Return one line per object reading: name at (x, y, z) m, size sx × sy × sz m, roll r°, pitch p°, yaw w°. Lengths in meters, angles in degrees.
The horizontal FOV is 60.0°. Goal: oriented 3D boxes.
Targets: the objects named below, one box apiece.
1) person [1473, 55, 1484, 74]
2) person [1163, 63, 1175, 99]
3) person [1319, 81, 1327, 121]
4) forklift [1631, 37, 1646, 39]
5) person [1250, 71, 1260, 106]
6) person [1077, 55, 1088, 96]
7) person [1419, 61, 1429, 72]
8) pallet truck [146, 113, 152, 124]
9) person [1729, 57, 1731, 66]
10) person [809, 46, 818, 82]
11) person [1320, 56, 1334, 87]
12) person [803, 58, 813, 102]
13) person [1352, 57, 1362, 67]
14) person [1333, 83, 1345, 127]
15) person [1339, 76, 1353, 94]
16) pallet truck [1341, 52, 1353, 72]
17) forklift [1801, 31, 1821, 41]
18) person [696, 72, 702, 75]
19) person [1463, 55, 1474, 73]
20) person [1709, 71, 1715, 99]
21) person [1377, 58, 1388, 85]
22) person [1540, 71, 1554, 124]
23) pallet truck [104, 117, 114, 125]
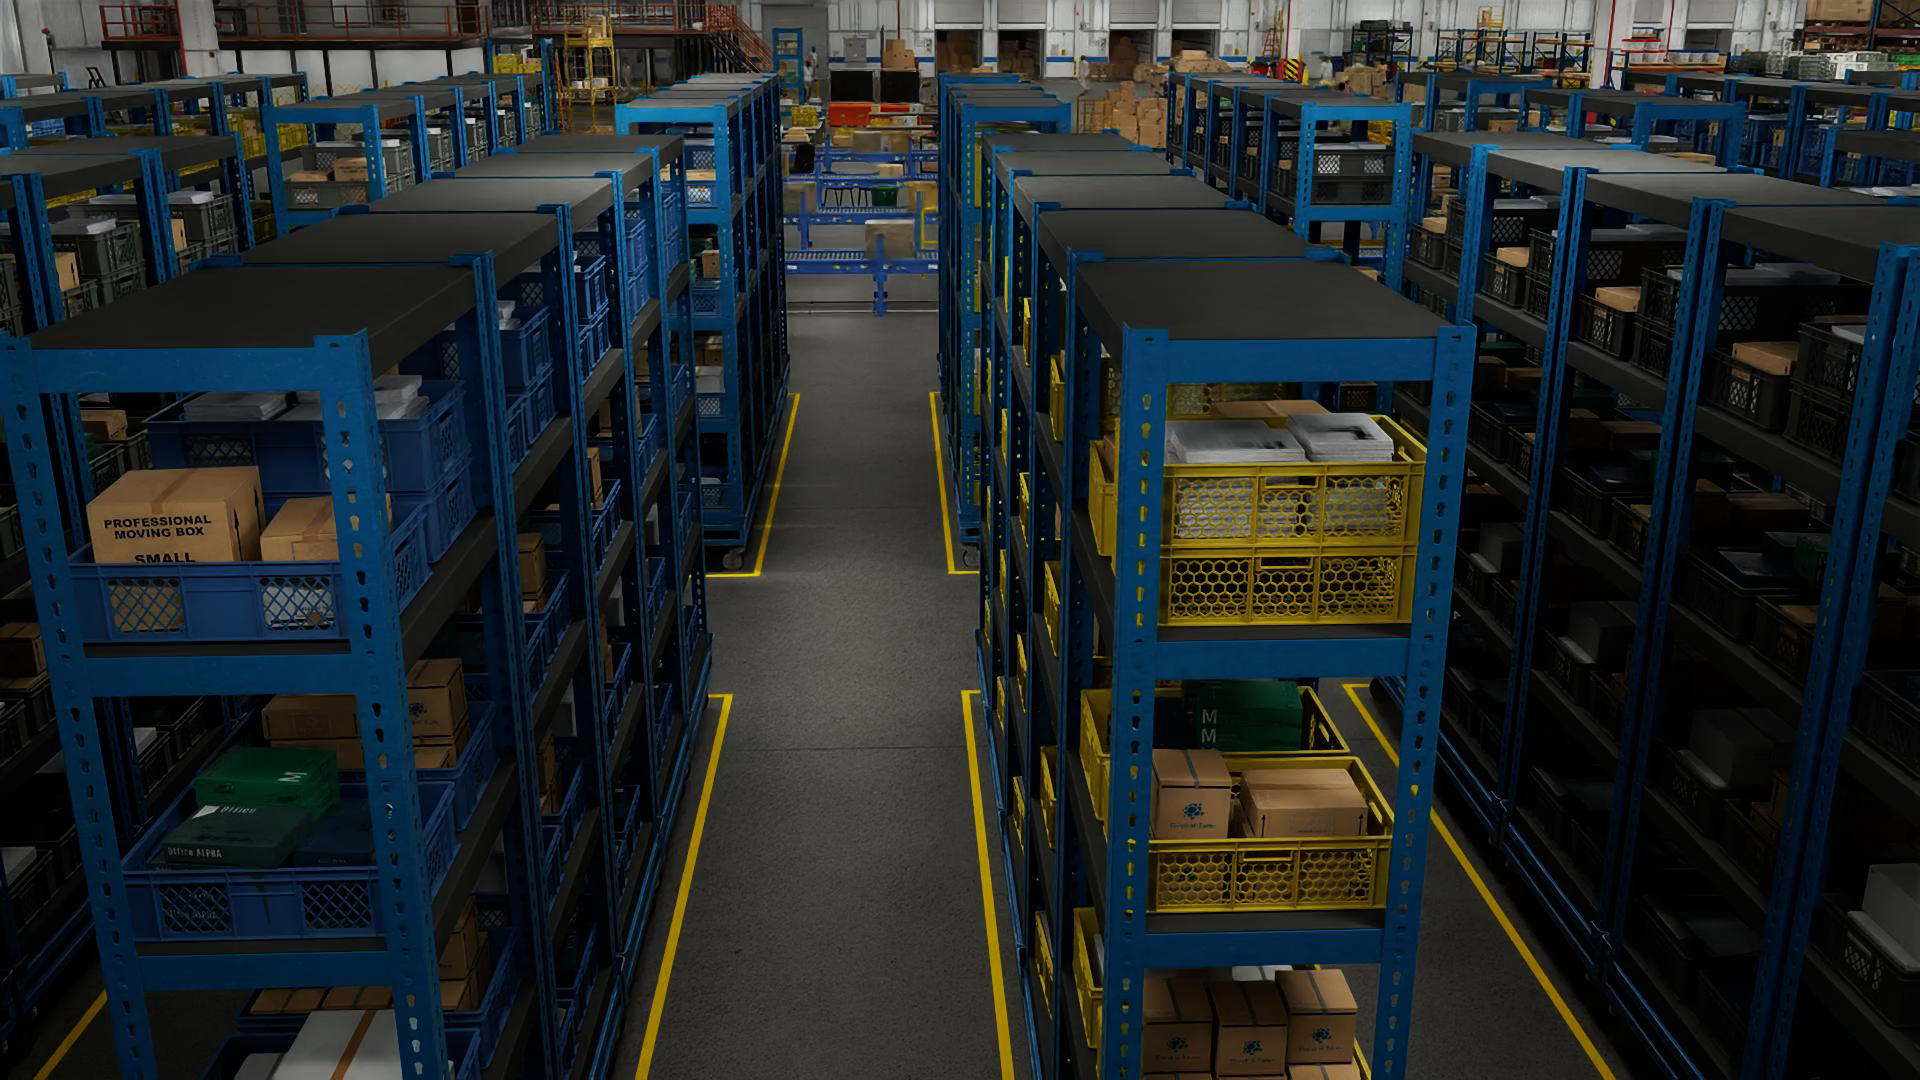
person at (25.426, -22.834, 81.599) m, size 0.621 × 1.838 × 0.429 m, roll 14°, pitch 23°, yaw 38°
person at (8.300, -17.720, 65.443) m, size 0.689 × 2.000 × 0.537 m, roll -3°, pitch 18°, yaw -8°
person at (12.279, -14.631, 56.307) m, size 0.607 × 1.786 × 0.935 m, roll 0°, pitch 18°, yaw -1°
forklift at (30.644, -21.550, 75.951) m, size 1.129 × 2.768 × 1.873 m, roll -4°, pitch 18°, yaw -12°
person at (10.527, -15.738, 59.422) m, size 0.435 × 1.981 × 0.629 m, roll -10°, pitch 20°, yaw -28°
person at (5.892, -22.247, 79.633) m, size 0.465 × 1.925 × 0.659 m, roll 10°, pitch 21°, yaw 29°
person at (20.183, -19.878, 72.405) m, size 0.520 × 1.865 × 0.327 m, roll 15°, pitch 23°, yaw 39°
pallet truck at (-18.087, -8.309, 36.390) m, size 1.885 × 1.965 × 0.823 m, roll -1°, pitch 18°, yaw -4°
person at (37.454, -22.718, 81.246) m, size 0.501 × 1.839 × 0.341 m, roll 6°, pitch 19°, yaw 17°
person at (-8.275, -26.912, 94.047) m, size 0.421 × 1.942 × 0.608 m, roll 16°, pitch 24°, yaw 41°
person at (17.273, -21.807, 78.289) m, size 0.630 × 1.910 × 0.531 m, roll -10°, pitch 21°, yaw -29°
person at (-6.881, -20.656, 74.737) m, size 0.666 × 1.907 × 0.591 m, roll -12°, pitch 22°, yaw -34°
person at (19.821, -23.274, 83.173) m, size 0.495 × 1.701 × 0.895 m, roll -4°, pitch 18°, yaw -12°
person at (13.128, -14.856, 57.175) m, size 0.723 × 1.672 × 0.540 m, roll -4°, pitch 18°, yaw -12°
person at (13.997, -15.971, 60.489) m, size 0.544 × 1.750 × 0.375 m, roll 10°, pitch 20°, yaw 27°
pallet truck at (18.794, -23.123, 82.231) m, size 0.823 × 1.965 × 1.885 m, roll -13°, pitch 22°, yaw -35°
forklift at (45.917, -26.108, 90.055) m, size 1.129 × 2.768 × 1.873 m, roll -1°, pitch 18°, yaw -2°
person at (-9.403, -16.329, 61.423) m, size 0.610 × 1.864 × 0.602 m, roll -1°, pitch 18°, yaw -4°
person at (24.524, -22.408, 80.229) m, size 0.946 × 1.892 × 0.592 m, roll -12°, pitch 21°, yaw -33°
person at (29.389, -17.637, 65.306) m, size 0.607 × 1.966 × 0.367 m, roll 2°, pitch 18°, yaw 7°
person at (20.777, -22.837, 81.842) m, size 0.532 × 1.690 × 0.321 m, roll -4°, pitch 18°, yaw -12°
person at (21.528, -16.295, 61.282) m, size 1.006 × 1.878 × 0.564 m, roll 9°, pitch 20°, yaw 26°
pallet truck at (-18.367, -7.885, 35.078) m, size 1.885 × 1.965 × 0.823 m, roll 1°, pitch 18°, yaw 2°
